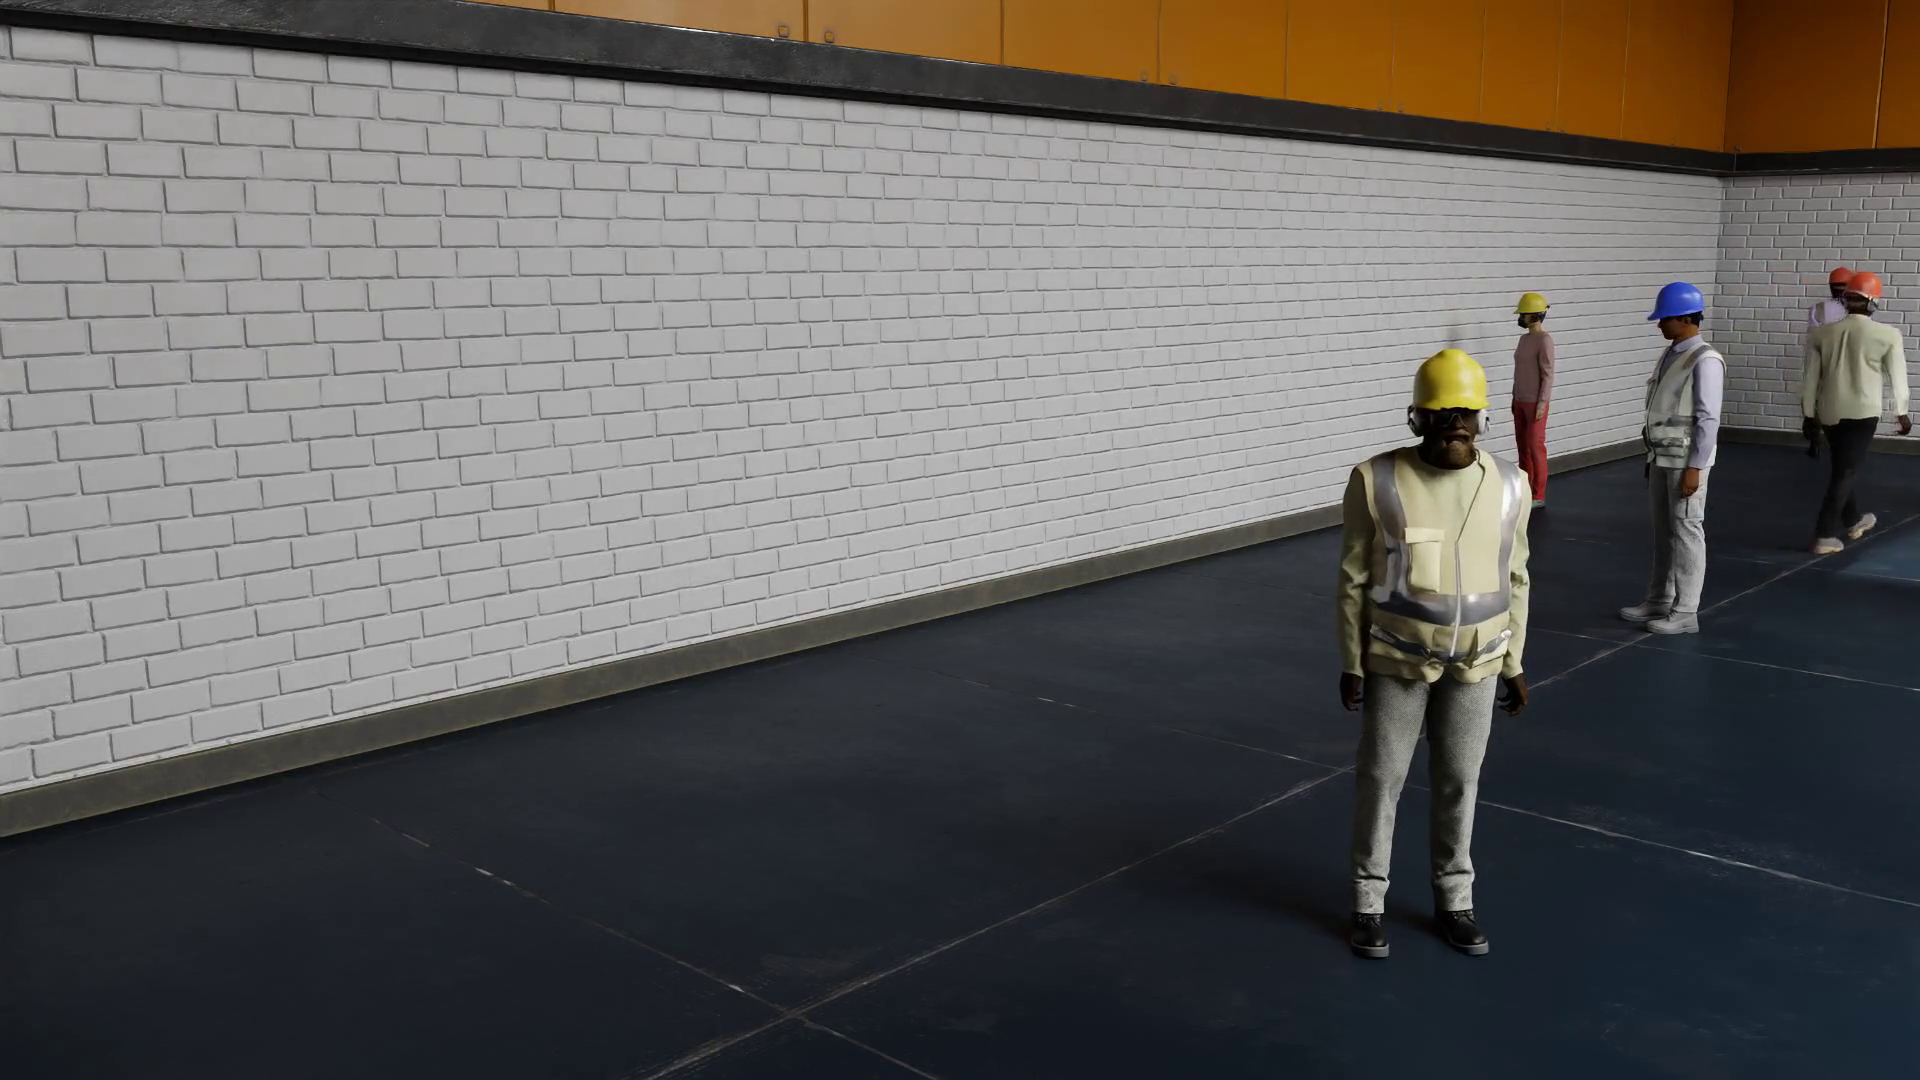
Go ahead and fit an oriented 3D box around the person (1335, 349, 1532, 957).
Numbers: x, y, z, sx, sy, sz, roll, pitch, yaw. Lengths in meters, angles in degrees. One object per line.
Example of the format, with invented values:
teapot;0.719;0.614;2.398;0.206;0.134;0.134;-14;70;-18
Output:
person;1.423;0.347;4.991;0.588;1.835;0.403;0;10;-2

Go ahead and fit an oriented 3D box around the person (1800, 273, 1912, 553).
person;6.373;-0.904;11.785;1.008;1.941;0.613;-7;12;-33

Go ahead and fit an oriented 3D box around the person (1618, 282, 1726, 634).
person;3.971;-0.450;9.233;0.401;1.938;0.602;0;10;-1

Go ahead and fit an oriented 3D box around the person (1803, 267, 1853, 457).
person;8.902;-1.803;16.946;0.551;1.932;0.378;4;11;22

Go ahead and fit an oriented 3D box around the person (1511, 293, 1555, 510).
person;4.644;-1.129;13.593;0.310;1.766;0.534;-1;10;-6
